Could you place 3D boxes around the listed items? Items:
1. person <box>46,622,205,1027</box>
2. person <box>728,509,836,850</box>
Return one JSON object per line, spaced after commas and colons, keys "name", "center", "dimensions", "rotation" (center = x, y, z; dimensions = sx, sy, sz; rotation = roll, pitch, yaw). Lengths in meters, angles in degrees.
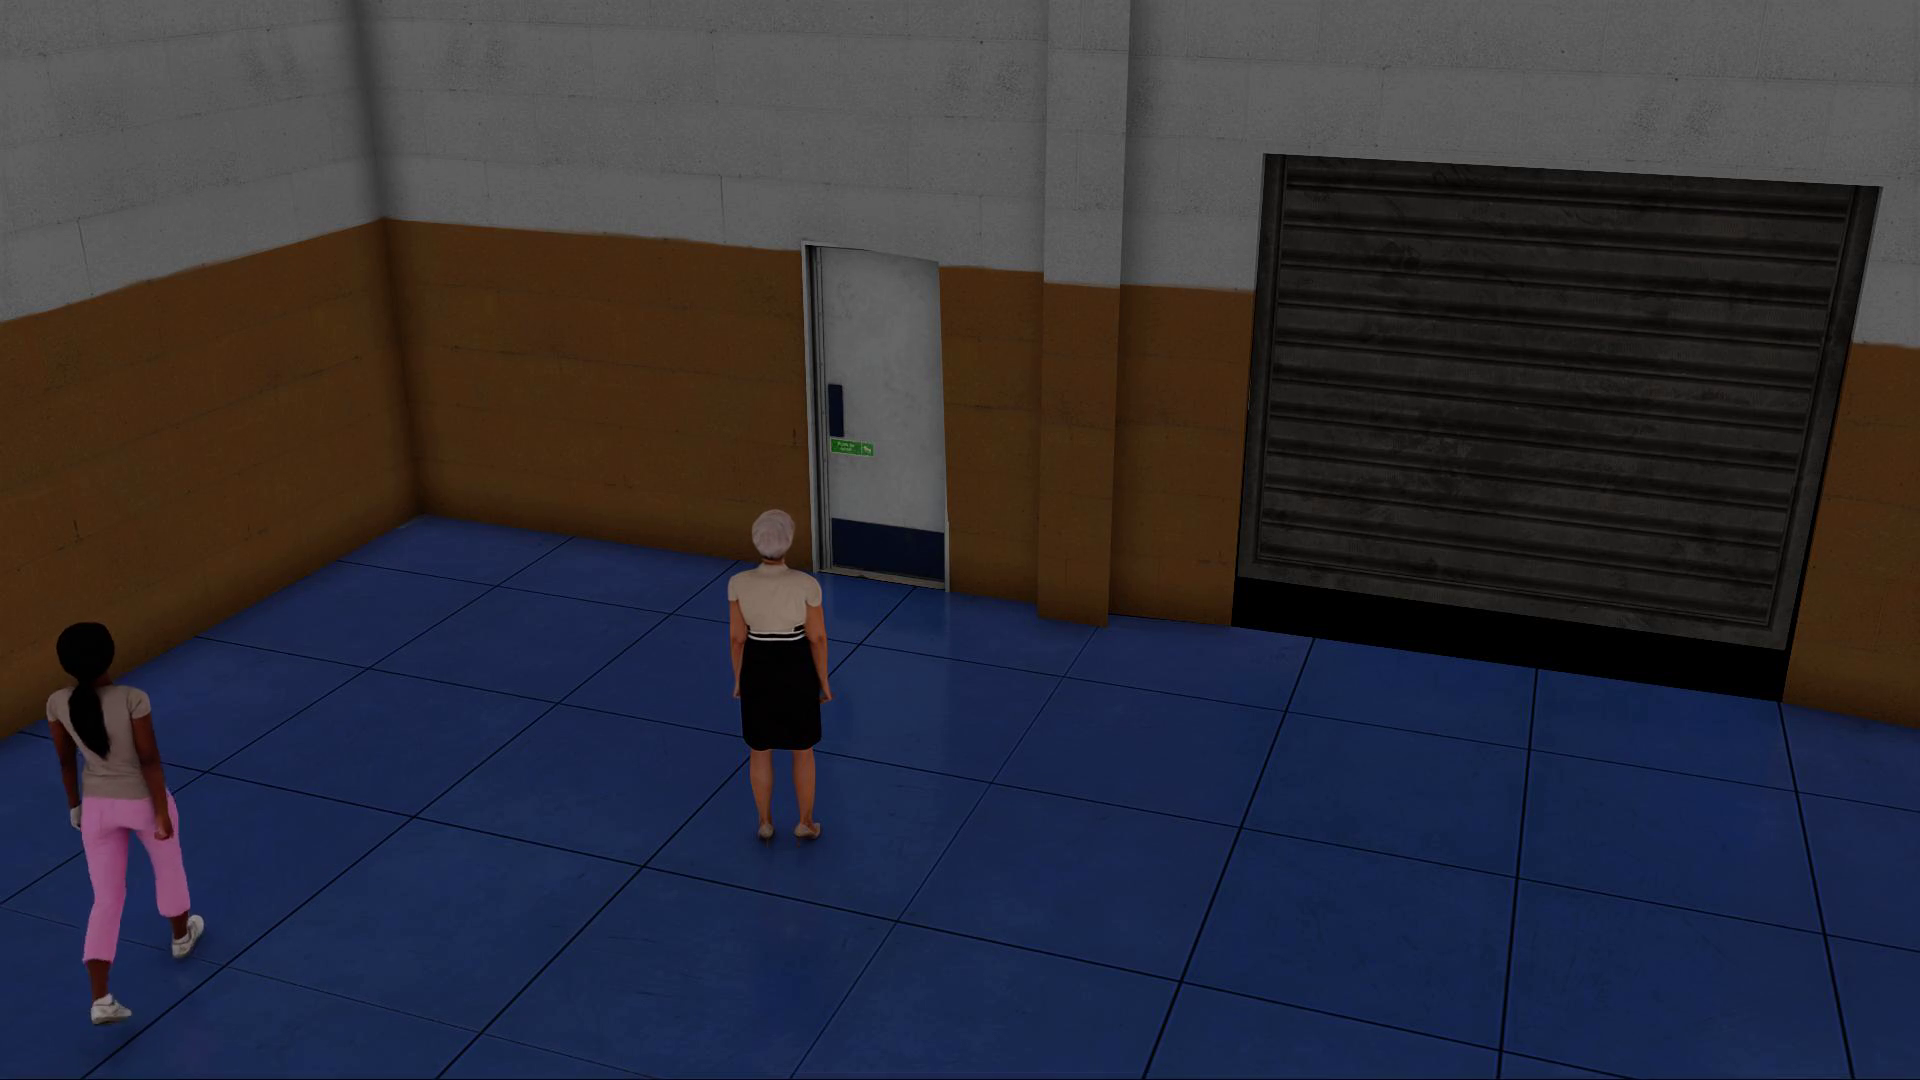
{"name": "person", "center": [-3.468, 1.173, 6.814], "dimensions": [1.152, 1.706, 0.967], "rotation": [-2, 22, -4]}
{"name": "person", "center": [-0.866, 0.684, 7.965], "dimensions": [0.572, 1.755, 0.757], "rotation": [1, 22, 3]}
